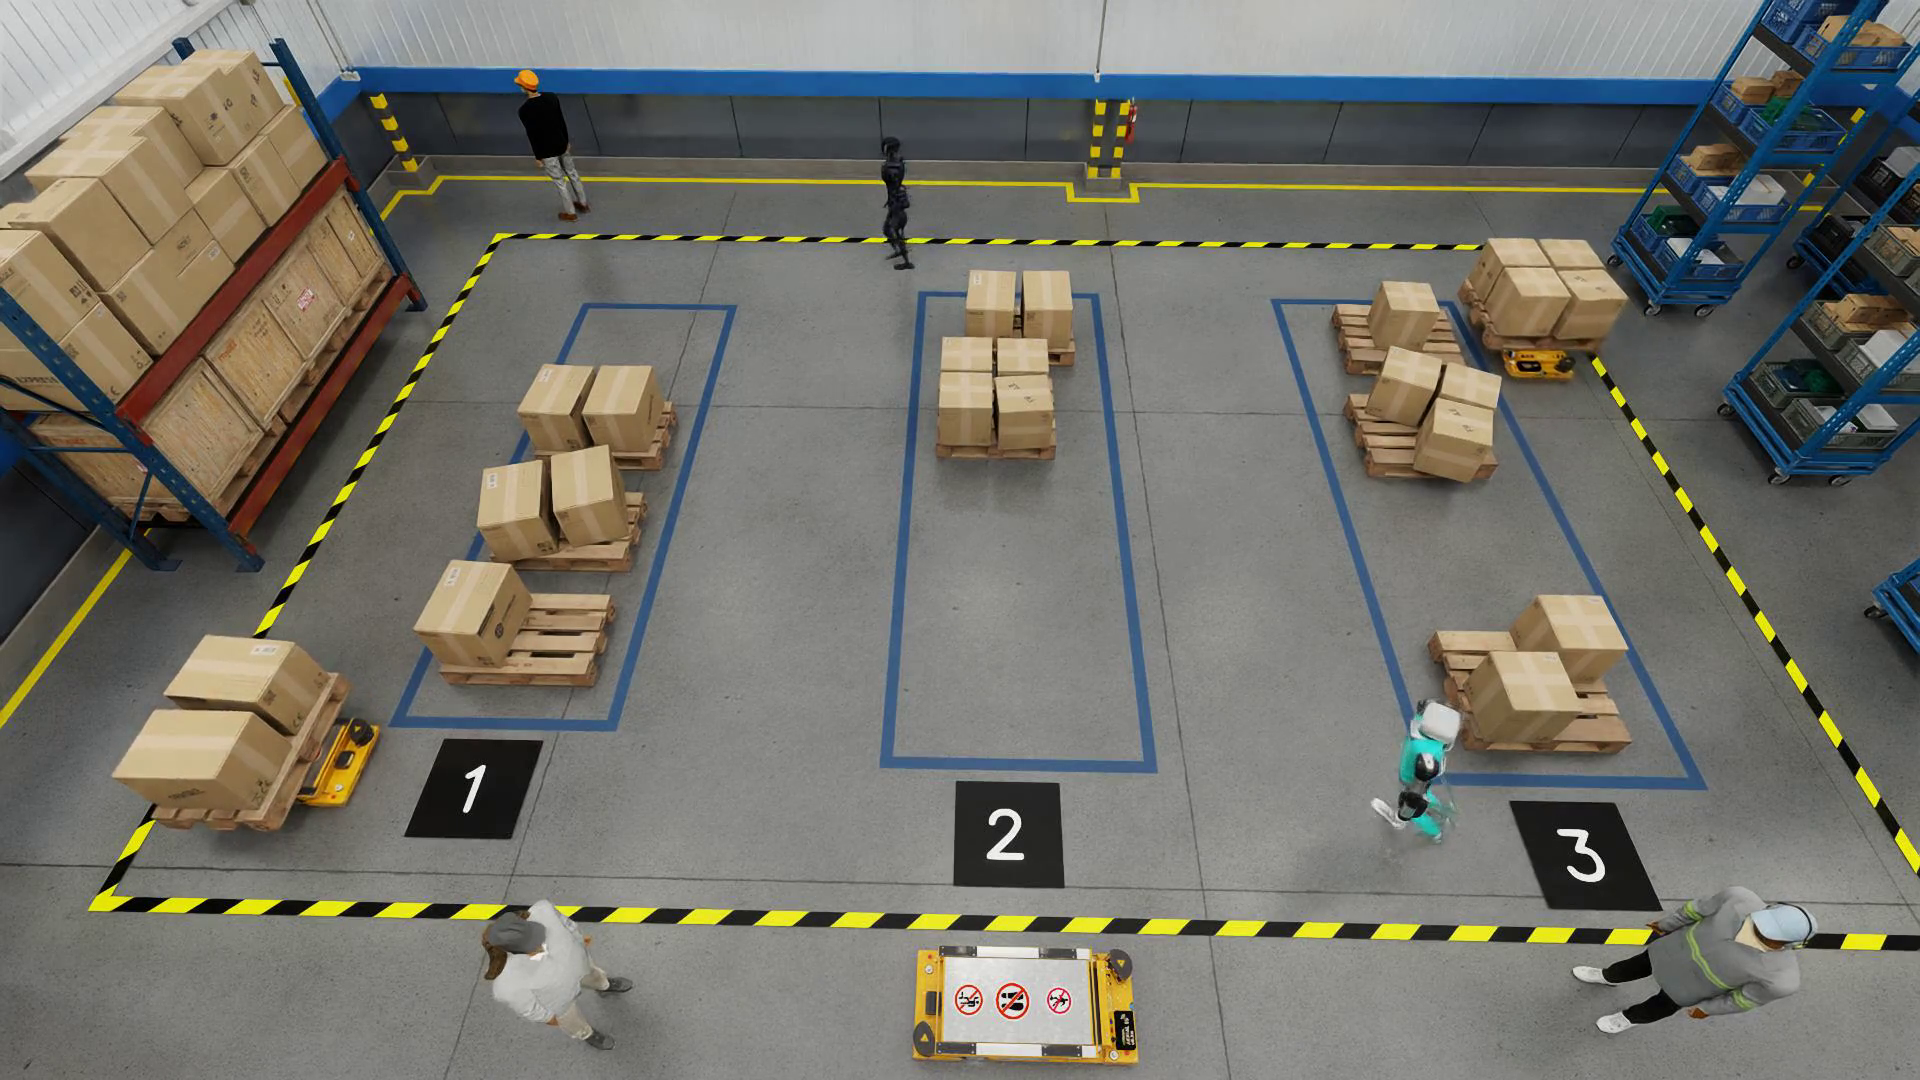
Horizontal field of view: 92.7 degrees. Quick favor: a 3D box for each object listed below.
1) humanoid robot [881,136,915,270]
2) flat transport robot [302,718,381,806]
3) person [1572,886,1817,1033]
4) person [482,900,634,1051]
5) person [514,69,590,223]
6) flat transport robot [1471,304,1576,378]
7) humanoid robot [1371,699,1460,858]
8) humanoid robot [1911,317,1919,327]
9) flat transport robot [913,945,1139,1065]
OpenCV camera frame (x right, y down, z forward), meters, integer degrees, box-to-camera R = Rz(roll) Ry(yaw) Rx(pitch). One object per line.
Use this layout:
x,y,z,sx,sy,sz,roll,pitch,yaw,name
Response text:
-0.746,-3.922,10.773,0.357,1.652,0.601,-8,51,-6,humanoid robot
-5.355,1.698,7.084,1.431,0.197,0.652,1,51,1,flat transport robot
4.327,2.508,5.420,0.374,1.852,0.588,-2,51,-2,person
-2.390,2.572,5.420,0.400,1.769,0.562,6,51,5,person
-5.088,-4.893,11.433,0.362,1.884,0.585,22,54,17,person
6.375,-2.386,10.413,0.652,0.197,1.431,1,51,1,flat transport robot
3.172,1.688,6.161,0.783,1.758,0.552,15,52,12,humanoid robot
9.249,-1.926,9.149,0.608,1.643,0.555,0,51,0,humanoid robot
0.422,3.041,6.007,1.431,0.231,0.659,1,51,1,flat transport robot
